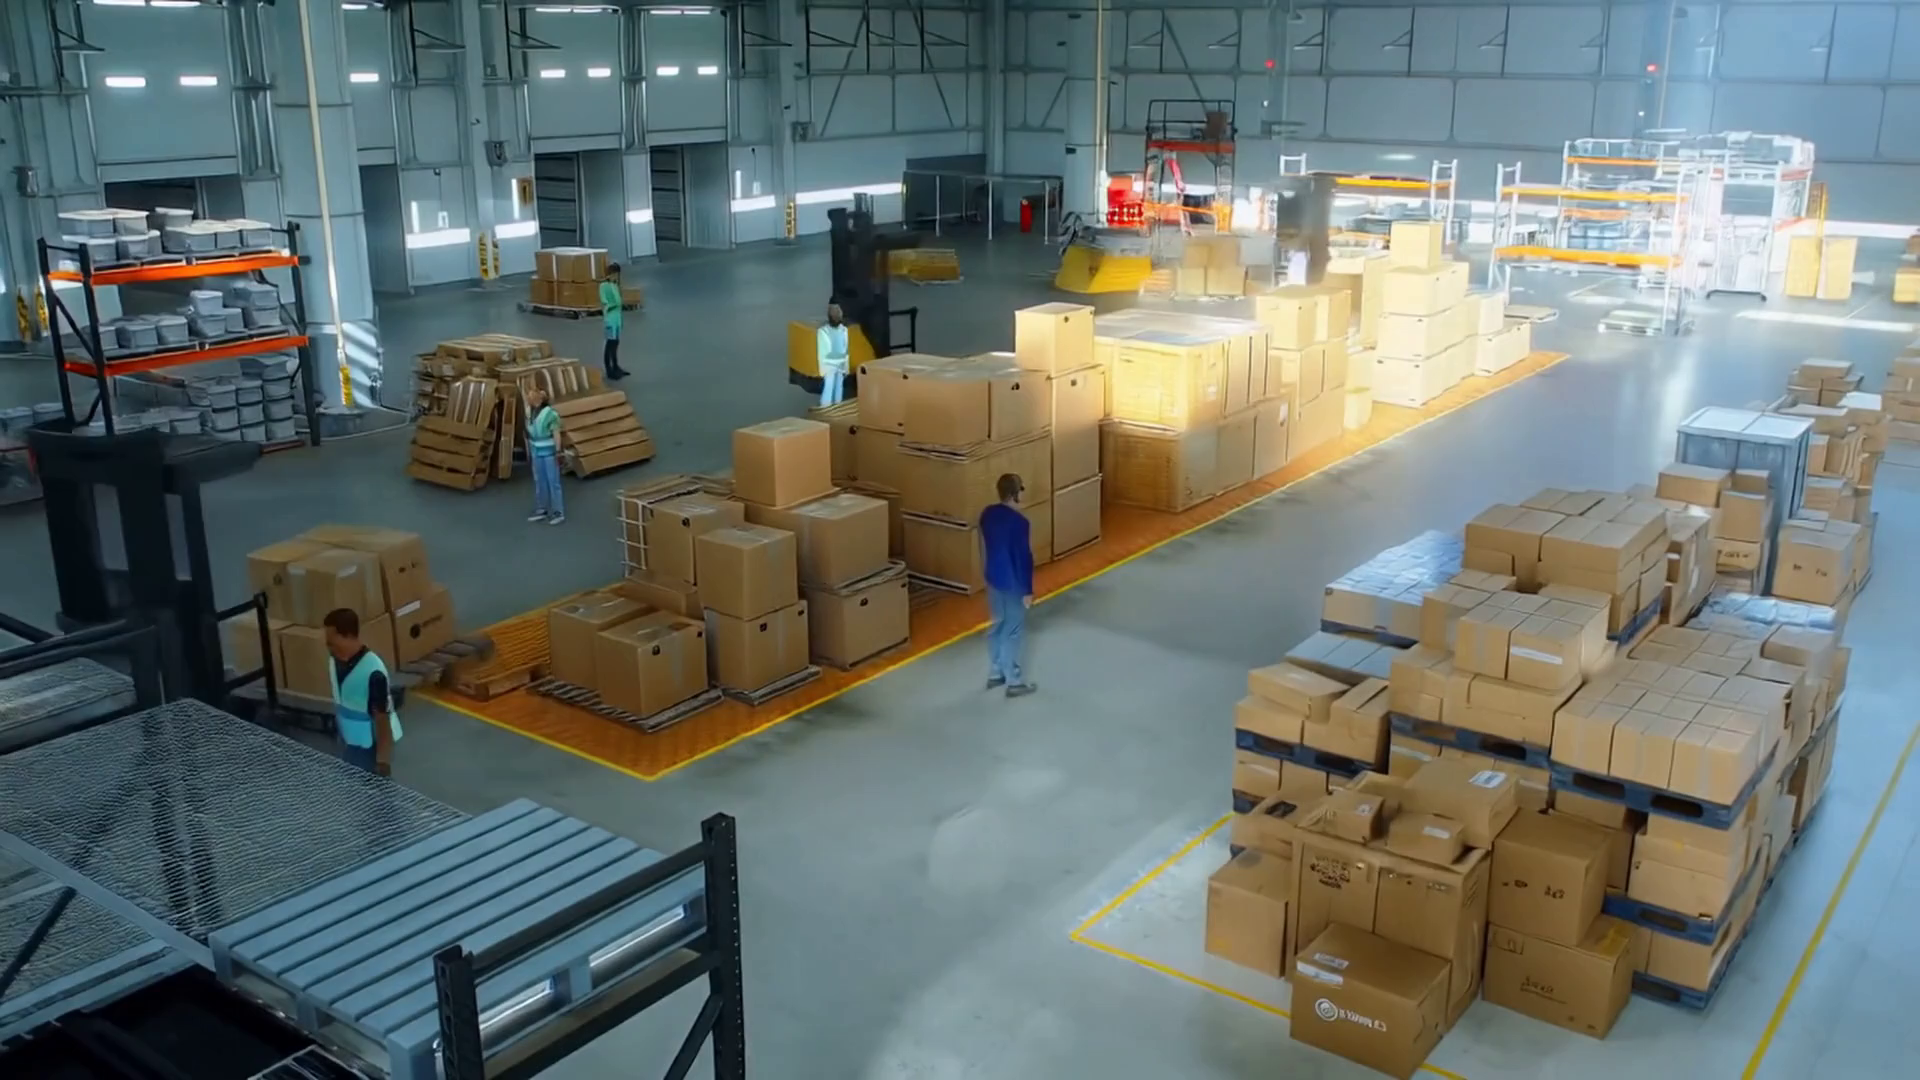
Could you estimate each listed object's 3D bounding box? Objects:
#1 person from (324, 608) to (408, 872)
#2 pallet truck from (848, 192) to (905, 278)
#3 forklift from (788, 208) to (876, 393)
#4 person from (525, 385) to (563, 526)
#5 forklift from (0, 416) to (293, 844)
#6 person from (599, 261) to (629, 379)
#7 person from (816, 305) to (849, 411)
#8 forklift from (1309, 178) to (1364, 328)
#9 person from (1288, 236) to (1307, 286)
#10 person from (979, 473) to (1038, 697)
[{"bbox_3d":[-3.917,1.342,10.995,0.600,1.907,0.392,14,22,39],"label":"person"},{"bbox_3d":[-1.936,-7.159,38.982,1.885,1.965,0.823,-12,21,-34],"label":"pallet truck"},{"bbox_3d":[-1.726,-3.850,26.524,1.873,2.768,1.129,-11,20,-32],"label":"forklift"},{"bbox_3d":[-4.785,-0.982,19.136,0.515,1.641,0.314,10,20,31],"label":"person"},{"bbox_3d":[-6.094,0.527,12.029,1.129,2.768,1.873,7,18,21],"label":"forklift"},{"bbox_3d":[-5.689,-3.628,27.412,0.385,1.927,0.545,5,18,17],"label":"person"},{"bbox_3d":[-1.766,-2.363,23.318,0.351,1.878,0.568,15,22,40],"label":"person"},{"bbox_3d":[6.985,-5.591,32.289,1.873,2.768,1.129,3,17,10],"label":"forklift"},{"bbox_3d":[6.202,-4.632,30.723,0.373,1.936,0.629,2,17,7],"label":"person"},{"bbox_3d":[0.409,0.374,14.142,0.373,1.940,0.629,-12,20,-34],"label":"person"}]
